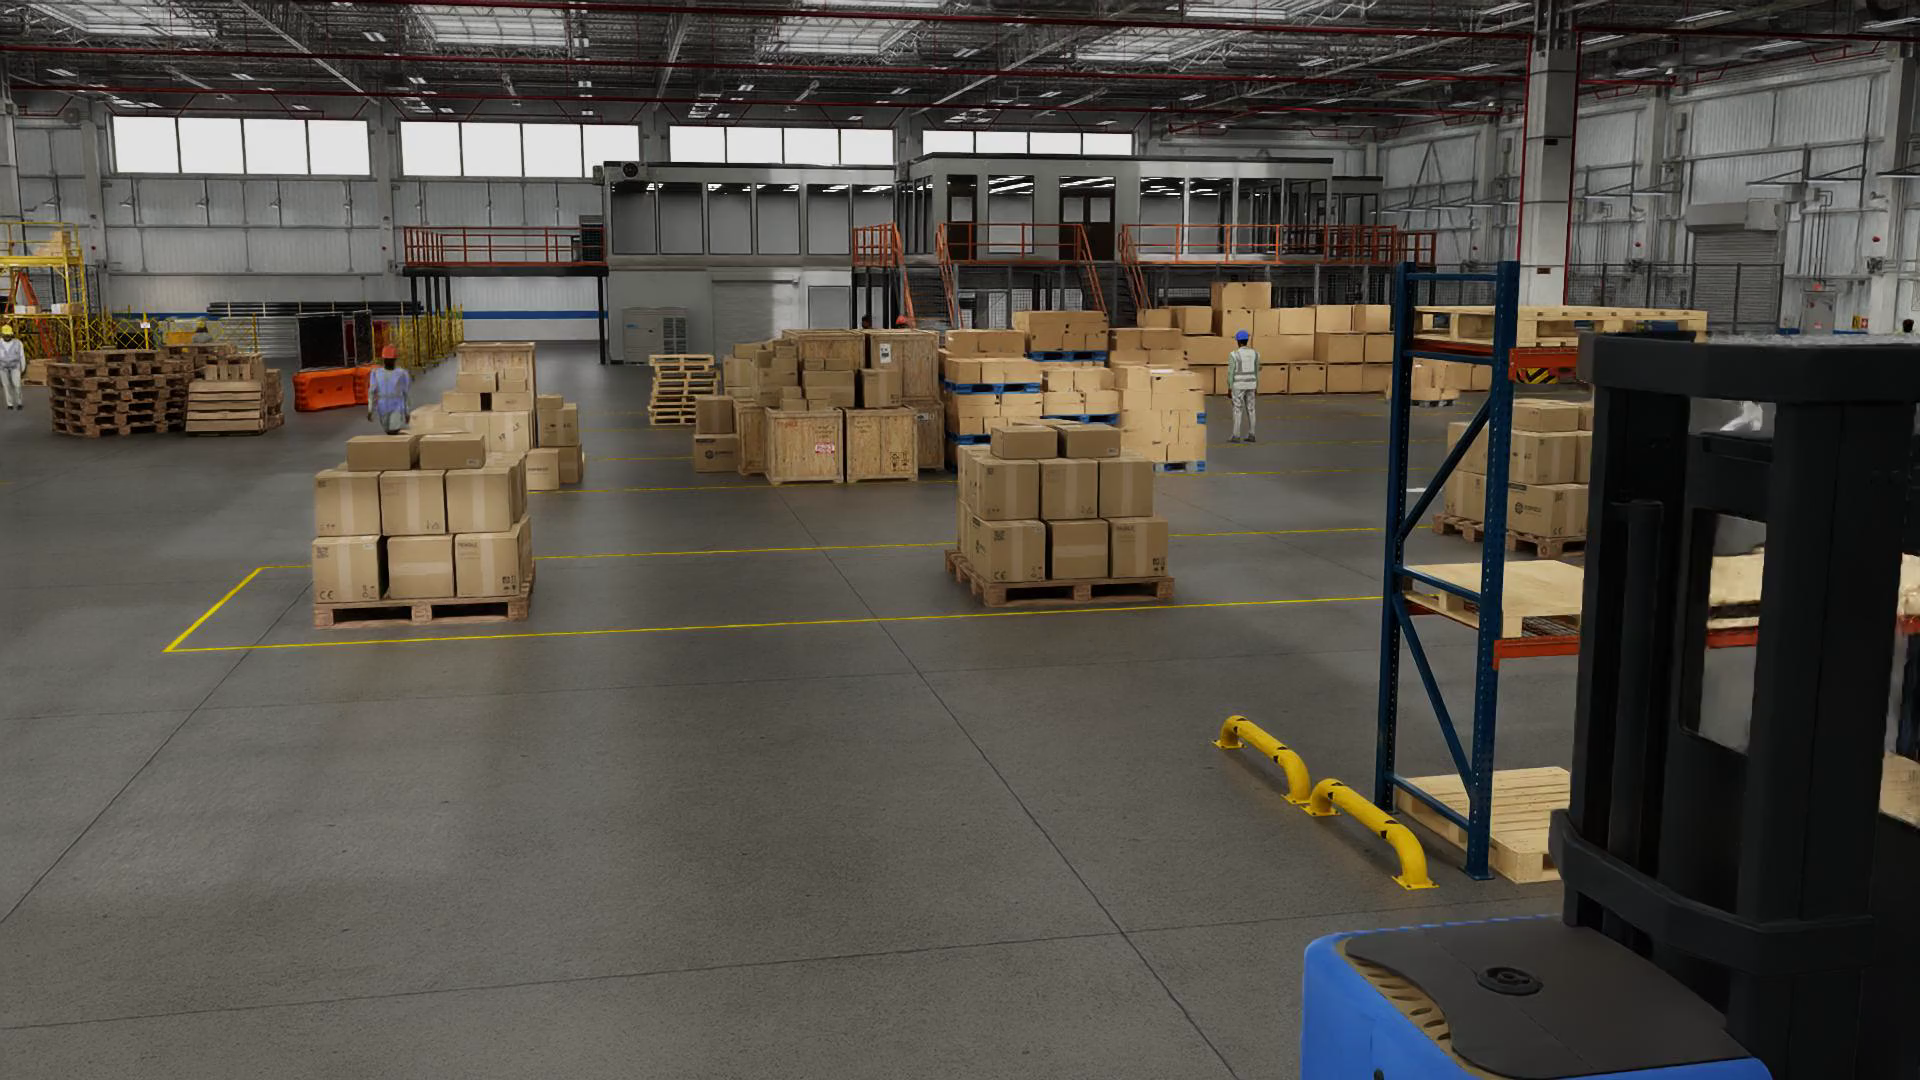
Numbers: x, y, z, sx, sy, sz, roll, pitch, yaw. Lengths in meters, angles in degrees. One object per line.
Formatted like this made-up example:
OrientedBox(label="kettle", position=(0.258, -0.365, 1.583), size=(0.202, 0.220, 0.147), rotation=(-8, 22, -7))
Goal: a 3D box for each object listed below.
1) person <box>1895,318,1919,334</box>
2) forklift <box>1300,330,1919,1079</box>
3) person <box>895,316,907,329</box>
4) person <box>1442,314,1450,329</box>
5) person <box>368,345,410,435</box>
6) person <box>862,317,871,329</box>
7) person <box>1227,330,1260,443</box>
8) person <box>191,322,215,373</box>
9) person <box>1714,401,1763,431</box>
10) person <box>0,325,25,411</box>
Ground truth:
OrientedBox(label="person", position=(22.093, -4.277, 38.920), size=(0.633, 1.817, 0.751), rotation=(-1, 9, -3))
OrientedBox(label="forklift", position=(1.976, 0.847, 4.461), size=(1.873, 2.768, 1.129), rotation=(-2, 10, -12))
OrientedBox(label="person", position=(-1.290, -3.993, 36.872), size=(0.576, 1.922, 0.405), rotation=(-7, 12, -36))
OrientedBox(label="person", position=(14.995, -6.260, 51.058), size=(0.356, 1.813, 0.625), rotation=(-6, 11, -33))
OrientedBox(label="person", position=(-8.322, -1.914, 24.349), size=(0.551, 1.891, 1.015), rotation=(0, 9, -2))
OrientedBox(label="person", position=(-2.240, -4.254, 38.646), size=(0.683, 1.849, 0.966), rotation=(6, 11, 30))
OrientedBox(label="person", position=(4.852, -2.631, 28.547), size=(0.603, 1.938, 0.425), rotation=(-4, 10, -22))
OrientedBox(label="person", position=(-18.195, -4.401, 40.040), size=(0.489, 1.693, 0.913), rotation=(-2, 10, -13))
OrientedBox(label="person", position=(12.963, -2.408, 27.420), size=(0.817, 1.855, 0.569), rotation=(3, 10, 20))
OrientedBox(label="person", position=(-19.887, -3.579, 34.755), size=(0.613, 1.794, 0.874), rotation=(-4, 10, -25))
